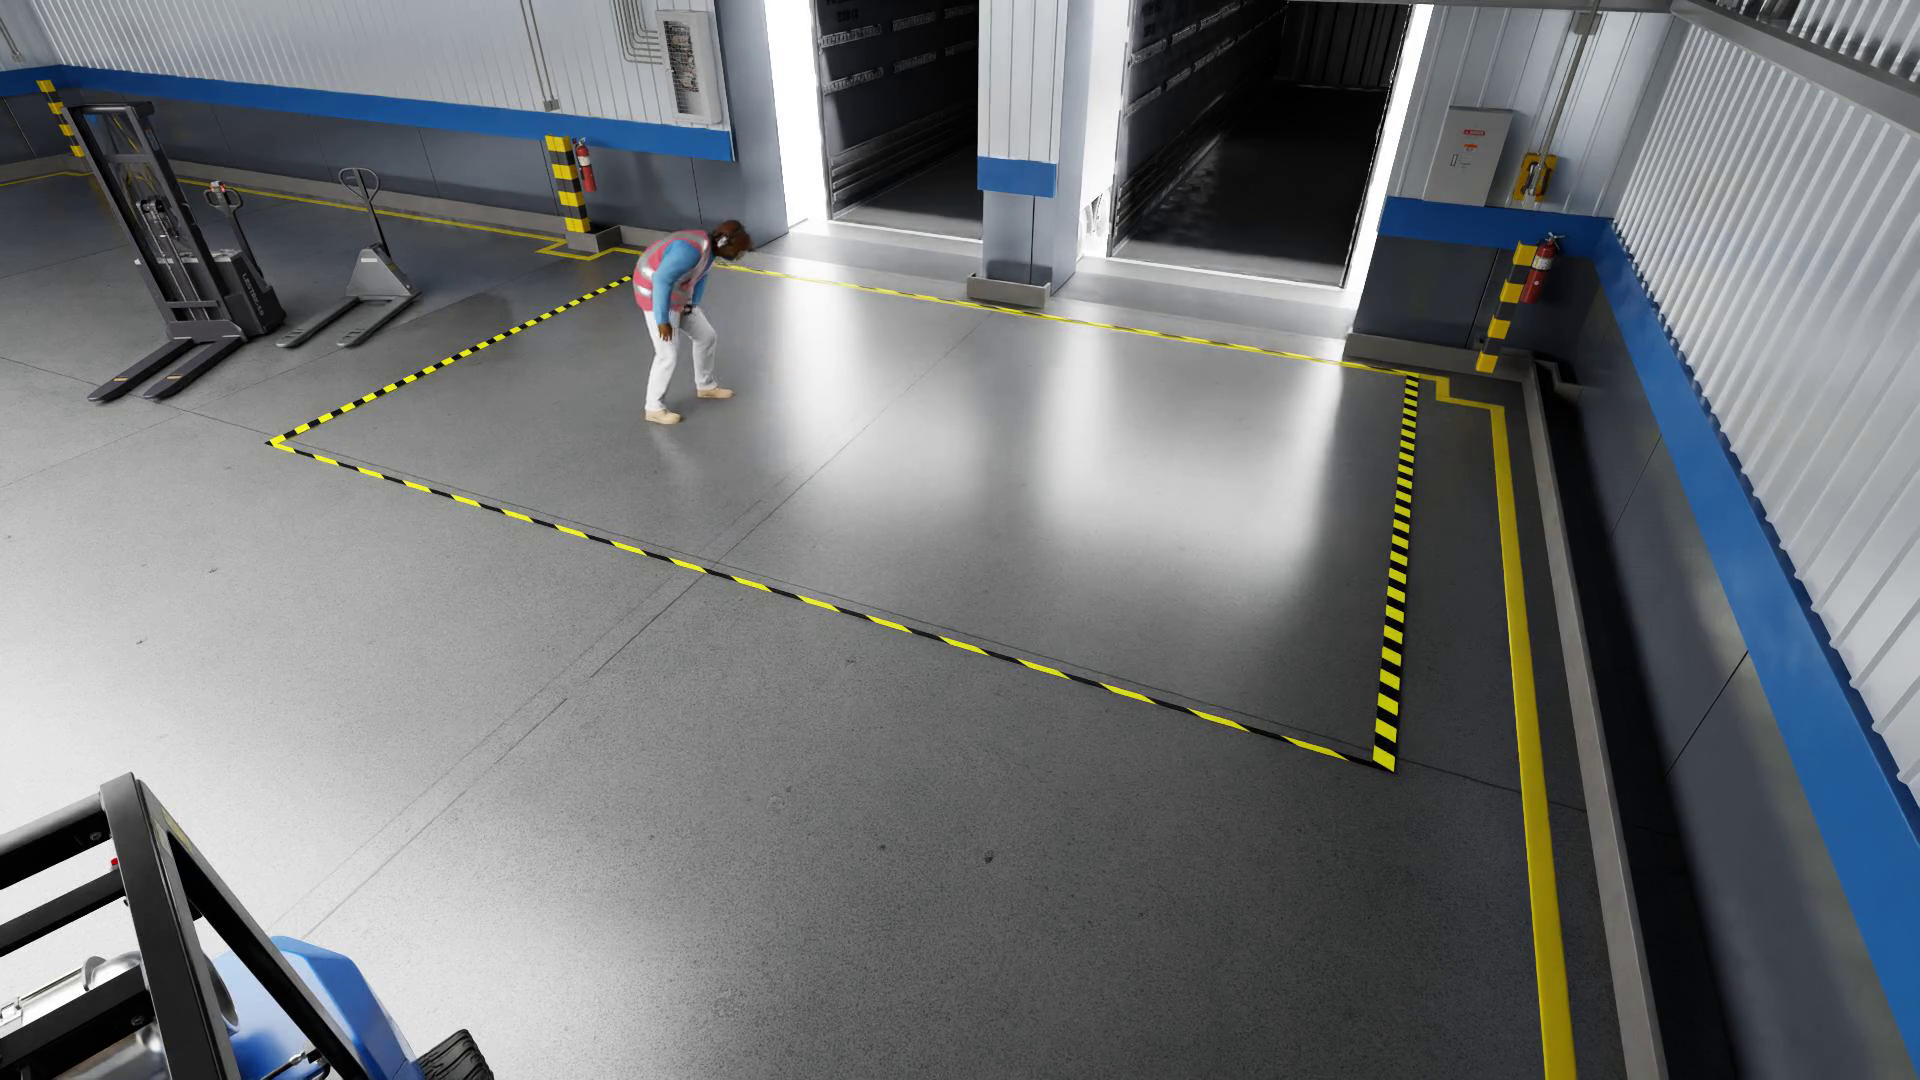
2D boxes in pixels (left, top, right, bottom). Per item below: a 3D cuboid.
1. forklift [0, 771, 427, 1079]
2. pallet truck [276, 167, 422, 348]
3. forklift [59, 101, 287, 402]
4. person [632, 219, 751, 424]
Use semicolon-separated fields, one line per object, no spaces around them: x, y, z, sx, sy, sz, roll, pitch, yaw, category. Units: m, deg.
-1.292;1.609;1.408;1.157;2.036;2.680;-29;44;-35;forklift
-5.732;-2.611;8.414;0.680;1.201;1.601;-1;35;-1;pallet truck
-6.686;-2.387;7.434;0.823;1.965;1.885;-3;35;-5;forklift
-1.962;-1.630;6.858;0.870;1.441;0.846;4;35;5;person
